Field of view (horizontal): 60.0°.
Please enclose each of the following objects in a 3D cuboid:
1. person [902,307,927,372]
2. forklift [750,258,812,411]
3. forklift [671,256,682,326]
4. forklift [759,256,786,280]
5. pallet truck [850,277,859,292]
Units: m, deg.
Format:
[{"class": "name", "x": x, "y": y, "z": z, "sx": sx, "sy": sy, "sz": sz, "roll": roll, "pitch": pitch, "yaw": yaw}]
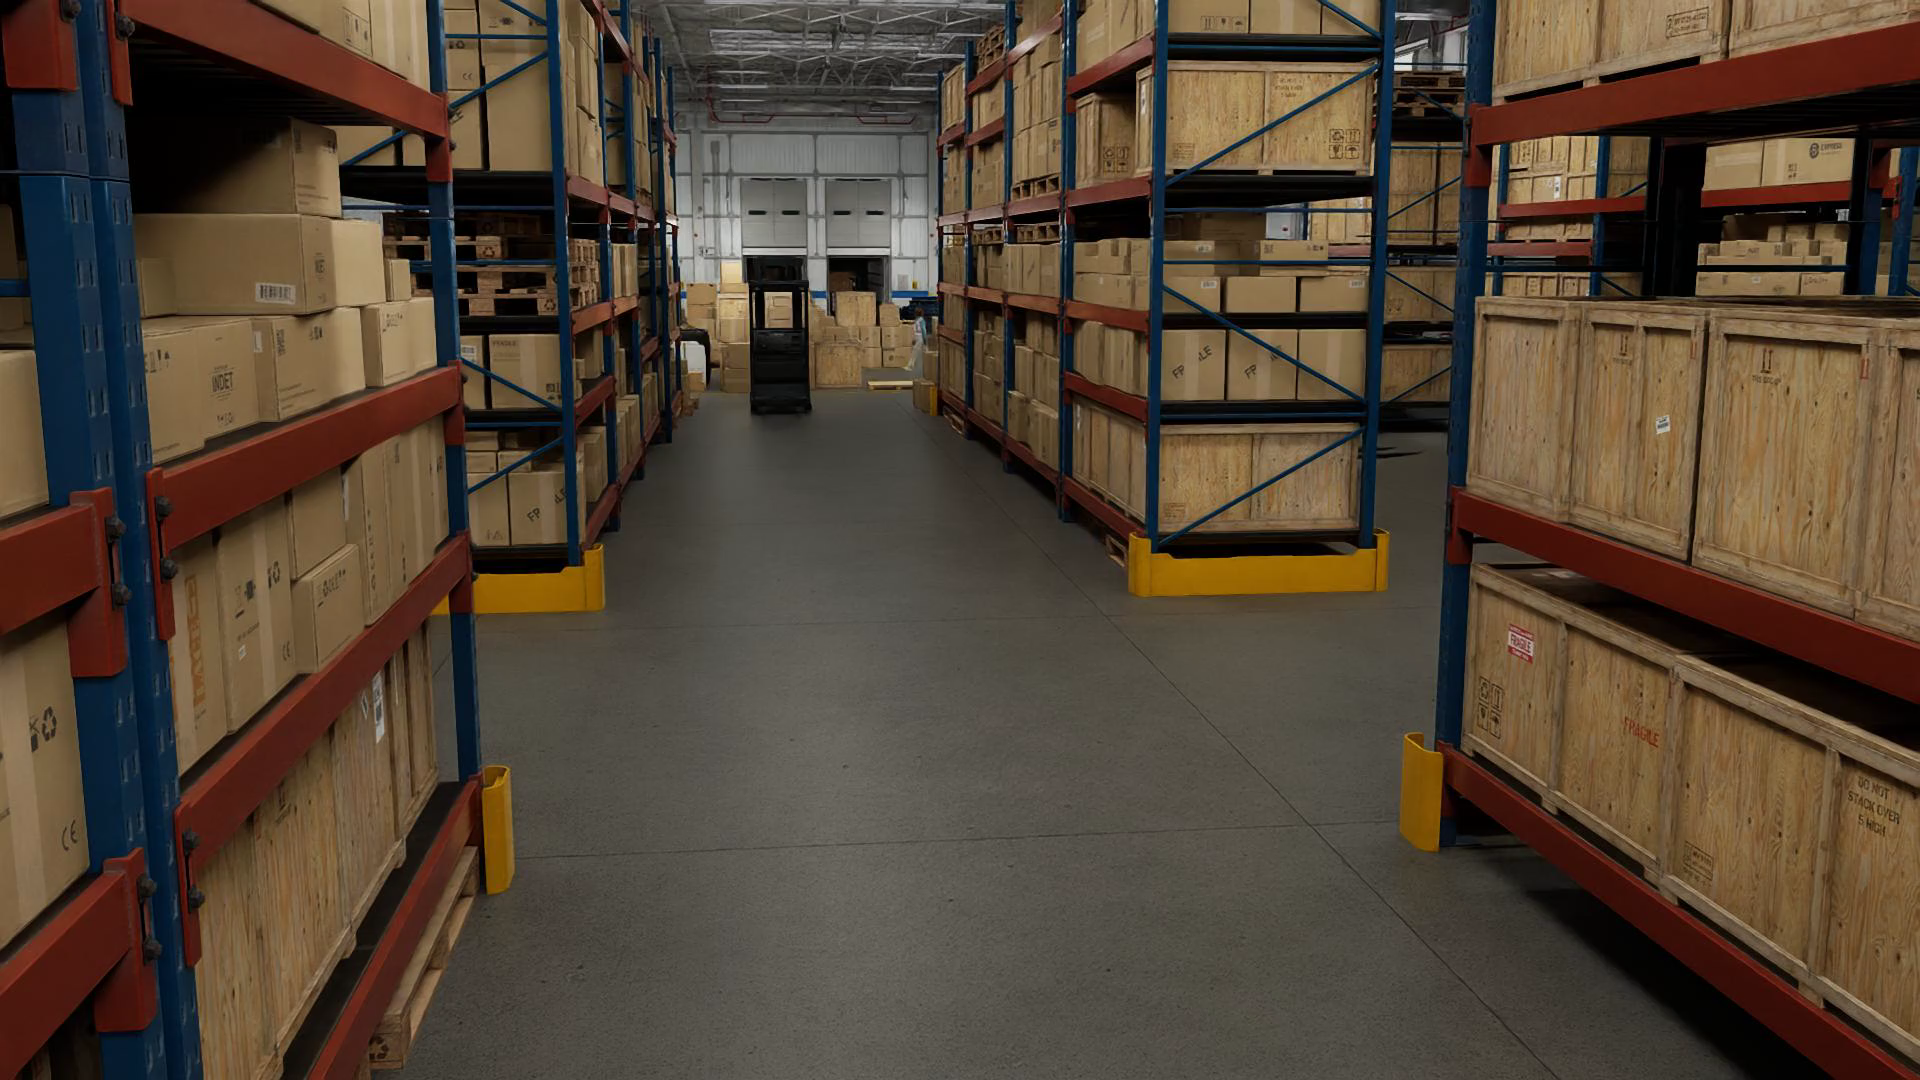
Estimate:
[{"class": "person", "x": -1.008, "y": -4.967, "z": 41.219, "sx": 0.884, "sy": 1.594, "sz": 0.531, "roll": -3, "pitch": 10, "yaw": -16}, {"class": "forklift", "x": -3.388, "y": -3.874, "z": 31.119, "sx": 1.129, "sy": 2.768, "sz": 1.873, "roll": -1, "pitch": 10, "yaw": -7}, {"class": "forklift", "x": -11.300, "y": -9.496, "z": 63.850, "sx": 1.129, "sy": 2.768, "sz": 1.873, "roll": -1, "pitch": 10, "yaw": -7}, {"class": "forklift", "x": -6.855, "y": -9.006, "z": 60.996, "sx": 1.129, "sy": 2.768, "sz": 1.873, "roll": -5, "pitch": 11, "yaw": -26}, {"class": "pallet truck", "x": -3.782, "y": -9.391, "z": 65.808, "sx": 1.885, "sy": 1.965, "sz": 0.823, "roll": 2, "pitch": 10, "yaw": 10}]
